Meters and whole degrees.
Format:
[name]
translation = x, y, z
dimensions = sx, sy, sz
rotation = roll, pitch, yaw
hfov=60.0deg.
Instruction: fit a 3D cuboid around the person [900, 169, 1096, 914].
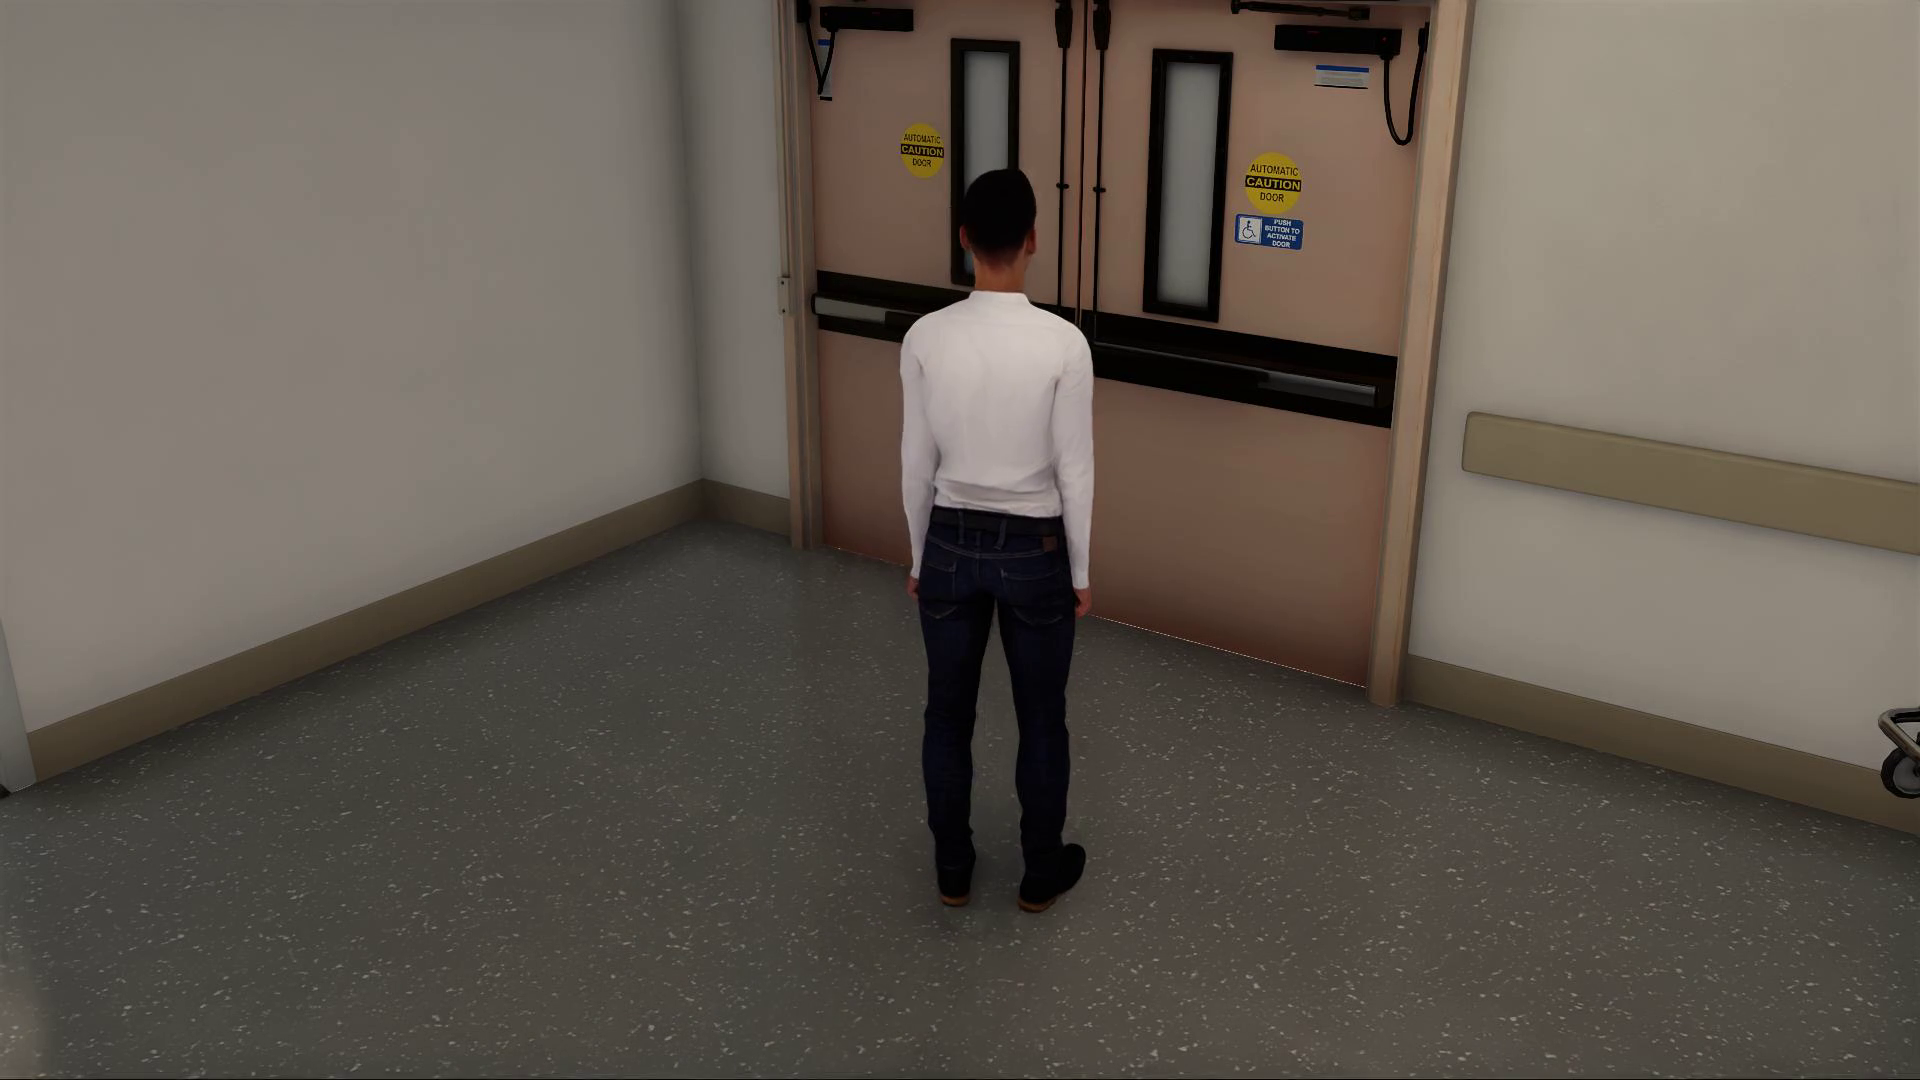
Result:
[person]
translation = 0.085, 0.040, 4.062
dimensions = 0.699, 1.869, 0.693
rotation = 5, 21, 12
